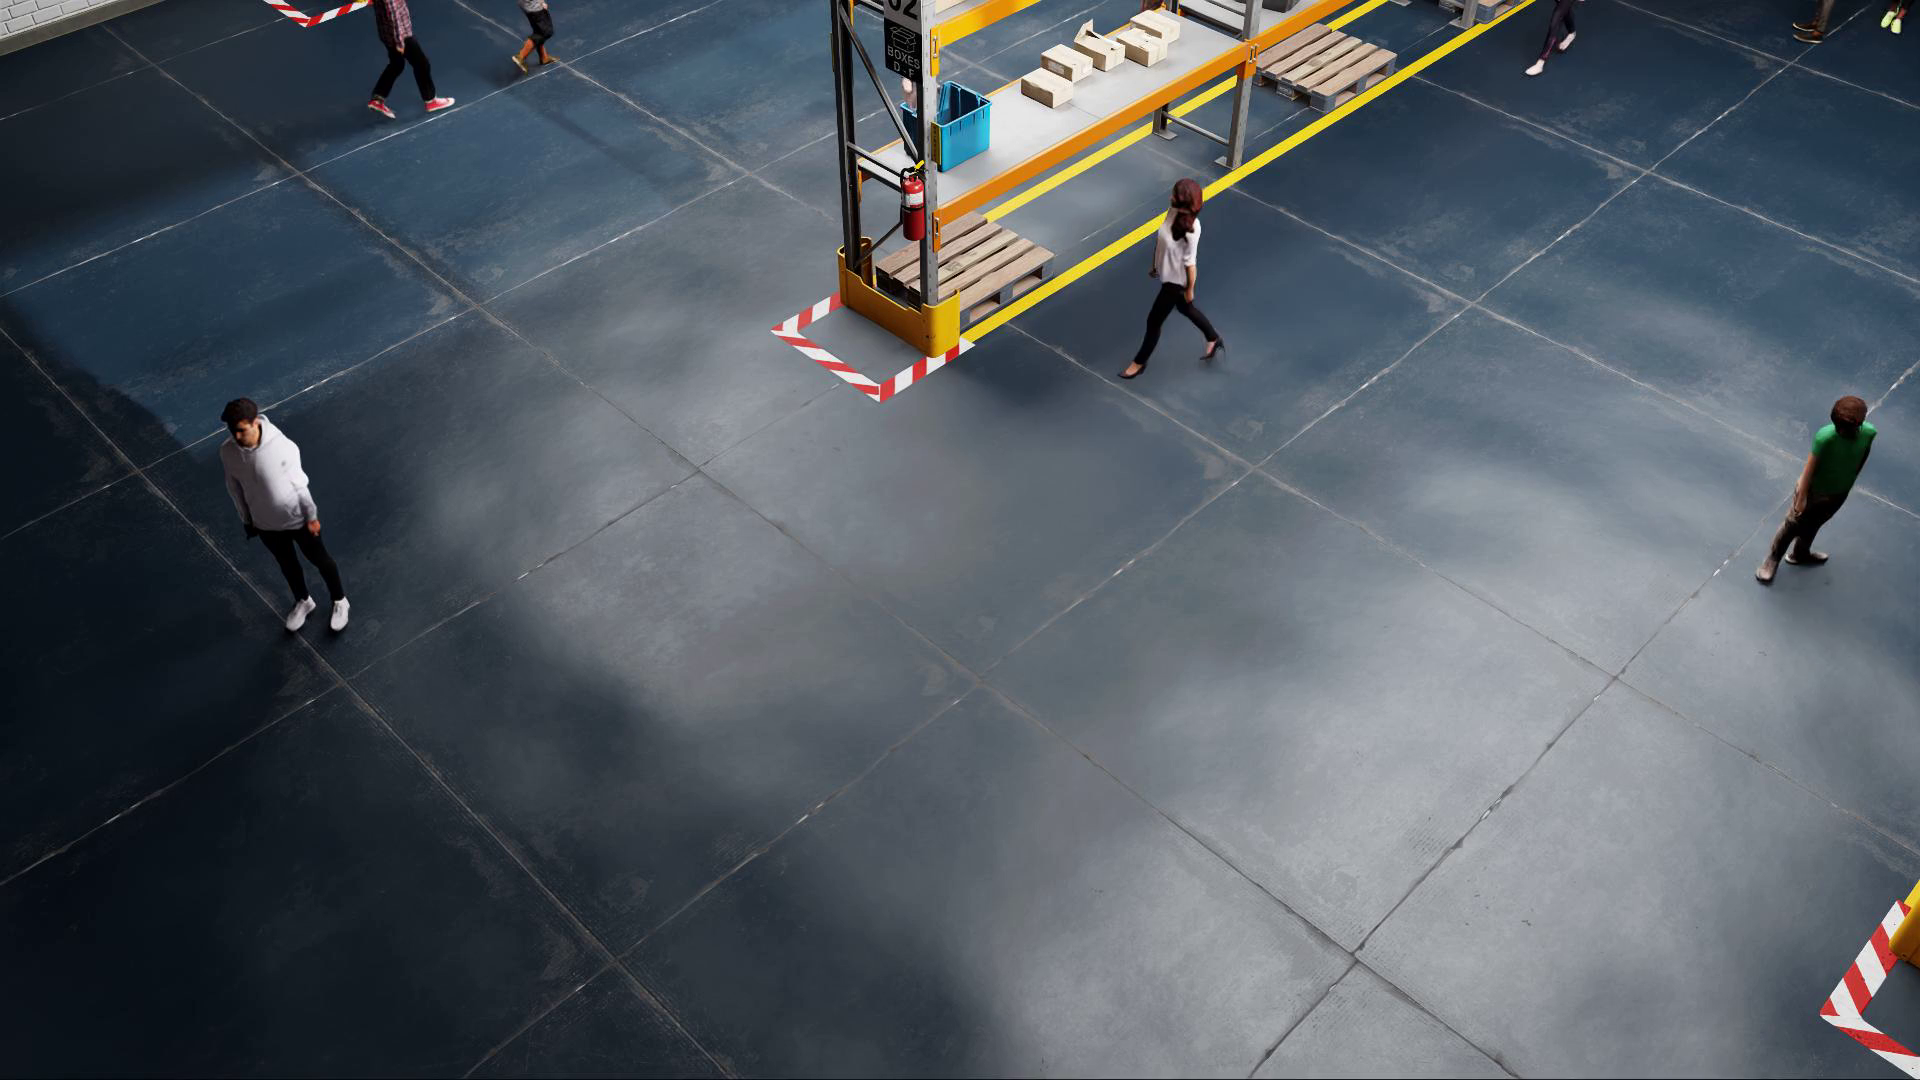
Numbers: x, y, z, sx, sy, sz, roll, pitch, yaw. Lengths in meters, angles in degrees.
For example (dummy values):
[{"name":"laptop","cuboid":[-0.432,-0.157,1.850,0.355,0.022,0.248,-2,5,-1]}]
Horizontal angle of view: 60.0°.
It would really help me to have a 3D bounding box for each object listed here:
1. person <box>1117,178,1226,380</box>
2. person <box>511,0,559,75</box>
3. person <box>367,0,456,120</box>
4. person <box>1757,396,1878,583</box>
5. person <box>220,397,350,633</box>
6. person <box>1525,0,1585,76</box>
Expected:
[{"name":"person","cuboid":[1.760,-2.013,12.860,1.216,1.753,1.015,-9,44,-9]},{"name":"person","cuboid":[-4.337,-5.400,16.638,0.568,1.446,0.794,34,53,30]},{"name":"person","cuboid":[-5.431,-4.820,15.807,1.107,1.752,0.821,-26,49,-25]},{"name":"person","cuboid":[5.871,-0.390,11.248,0.746,1.626,0.887,-16,46,-16]},{"name":"person","cuboid":[-4.404,-0.182,10.812,0.748,1.927,0.819,-2,44,-2]},{"name":"person","cuboid":[6.136,-5.582,16.639,1.181,1.708,0.672,-28,50,-26]}]
